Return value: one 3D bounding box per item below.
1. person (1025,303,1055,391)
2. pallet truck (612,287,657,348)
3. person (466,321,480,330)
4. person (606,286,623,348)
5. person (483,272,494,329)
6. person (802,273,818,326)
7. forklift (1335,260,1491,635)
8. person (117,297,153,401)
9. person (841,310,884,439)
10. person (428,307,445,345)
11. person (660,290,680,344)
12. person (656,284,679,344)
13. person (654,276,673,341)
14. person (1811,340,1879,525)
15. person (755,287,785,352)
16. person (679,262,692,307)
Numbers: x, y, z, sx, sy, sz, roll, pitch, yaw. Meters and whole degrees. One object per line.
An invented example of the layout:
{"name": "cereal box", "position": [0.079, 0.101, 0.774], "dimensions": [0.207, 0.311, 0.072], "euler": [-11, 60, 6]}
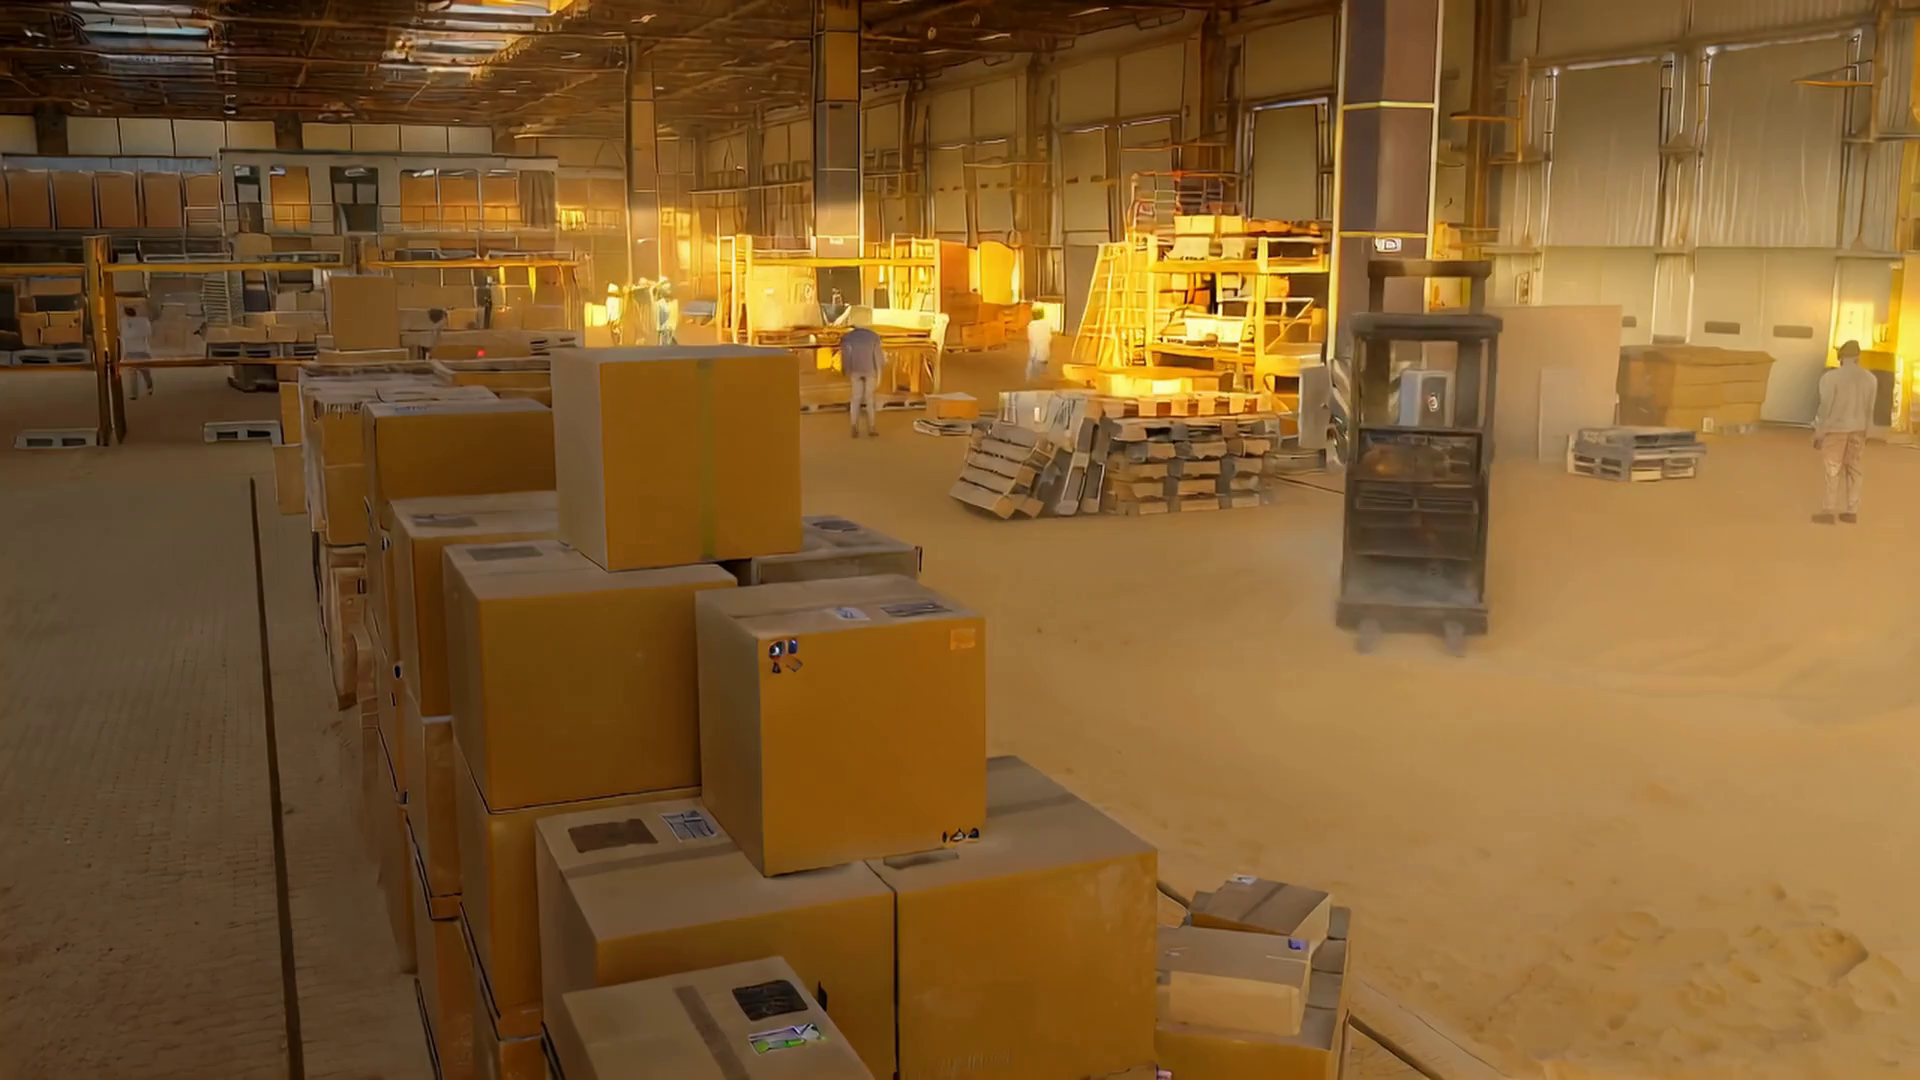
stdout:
{"name": "person", "position": [1.409, -3.188, 29.035], "dimensions": [0.540, 1.883, 0.958], "euler": [-7, 12, -33]}
{"name": "pallet truck", "position": [-6.464, -4.406, 35.401], "dimensions": [0.823, 1.965, 1.885], "euler": [6, 12, 32]}
{"name": "person", "position": [-7.127, -2.333, 24.540], "dimensions": [0.529, 1.793, 0.959], "euler": [5, 11, 26]}
{"name": "person", "position": [-9.138, -5.828, 43.944], "dimensions": [0.493, 1.742, 0.300], "euler": [3, 11, 15]}
{"name": "person", "position": [-14.974, -7.538, 52.871], "dimensions": [0.368, 1.932, 0.623], "euler": [-1, 10, -6]}
{"name": "person", "position": [-4.668, -7.372, 51.977], "dimensions": [0.554, 1.925, 0.550], "euler": [4, 11, 23]}
{"name": "forklift", "position": [3.665, -0.829, 13.254], "dimensions": [1.129, 2.768, 1.873], "euler": [3, 11, 16]}
{"name": "person", "position": [-15.343, -3.563, 30.993], "dimensions": [0.601, 1.908, 0.661], "euler": [-2, 10, -8]}
{"name": "person", "position": [-1.455, -2.482, 24.968], "dimensions": [0.635, 1.936, 0.355], "euler": [1, 10, 6]}
{"name": "person", "position": [-10.015, -3.611, 31.851], "dimensions": [0.315, 1.696, 0.540], "euler": [-7, 13, -35]}
{"name": "person", "position": [-6.510, -4.682, 37.355], "dimensions": [0.429, 1.841, 0.634], "euler": [-3, 11, -14]}
{"name": "person", "position": [-6.935, -5.079, 39.350], "dimensions": [0.582, 1.919, 0.396], "euler": [-8, 13, -38]}
{"name": "person", "position": [-8.637, -6.744, 48.568], "dimensions": [0.616, 1.907, 1.004], "euler": [4, 11, 19]}
{"name": "person", "position": [9.257, -1.119, 17.448], "dimensions": [0.629, 1.940, 0.377], "euler": [-1, 10, -5]}
{"name": "person", "position": [-4.101, -4.423, 35.607], "dimensions": [0.921, 1.949, 0.626], "euler": [5, 12, 27]}
{"name": "person", "position": [-12.013, -11.163, 72.727], "dimensions": [0.622, 1.972, 0.822], "euler": [3, 11, 15]}
